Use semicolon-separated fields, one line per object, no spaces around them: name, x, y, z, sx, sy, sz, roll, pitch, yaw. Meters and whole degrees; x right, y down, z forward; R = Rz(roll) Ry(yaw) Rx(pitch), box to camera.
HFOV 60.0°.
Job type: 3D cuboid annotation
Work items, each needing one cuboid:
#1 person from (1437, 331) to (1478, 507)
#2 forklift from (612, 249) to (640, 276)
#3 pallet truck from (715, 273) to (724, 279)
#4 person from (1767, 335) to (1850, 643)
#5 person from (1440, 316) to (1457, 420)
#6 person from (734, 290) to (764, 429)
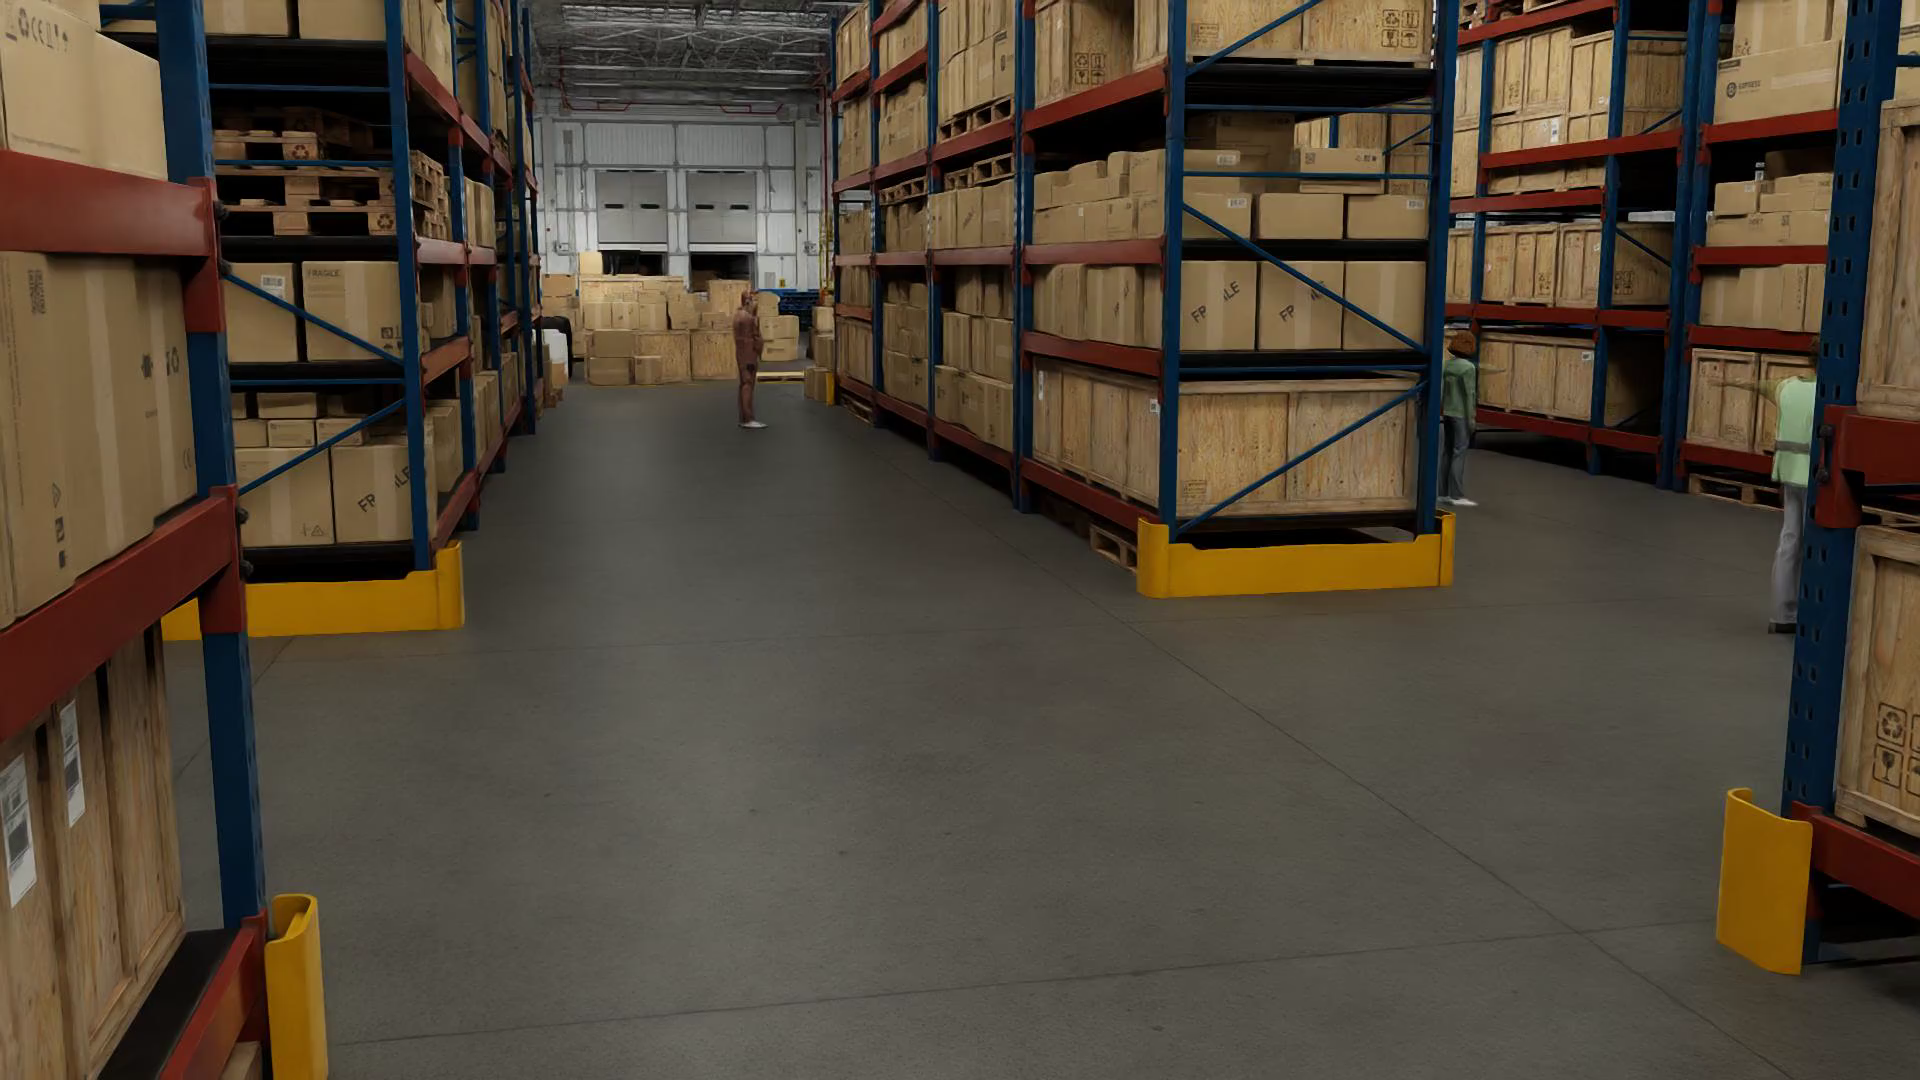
person;4.647;-1.126;15.476;0.266;1.631;0.507;-2;10;-12
forklift;-11.518;-8.661;57.615;1.129;2.768;1.873;-7;12;-38
pallet truck;-8.580;-8.986;62.280;1.885;1.965;0.823;1;9;5
person;5.053;-0.312;9.874;0.372;1.843;0.570;-2;10;-12
person;6.938;-2.489;23.772;0.310;1.638;0.522;-2;10;-12
person;-2.901;-2.493;22.981;0.403;1.906;0.651;-2;10;-12
